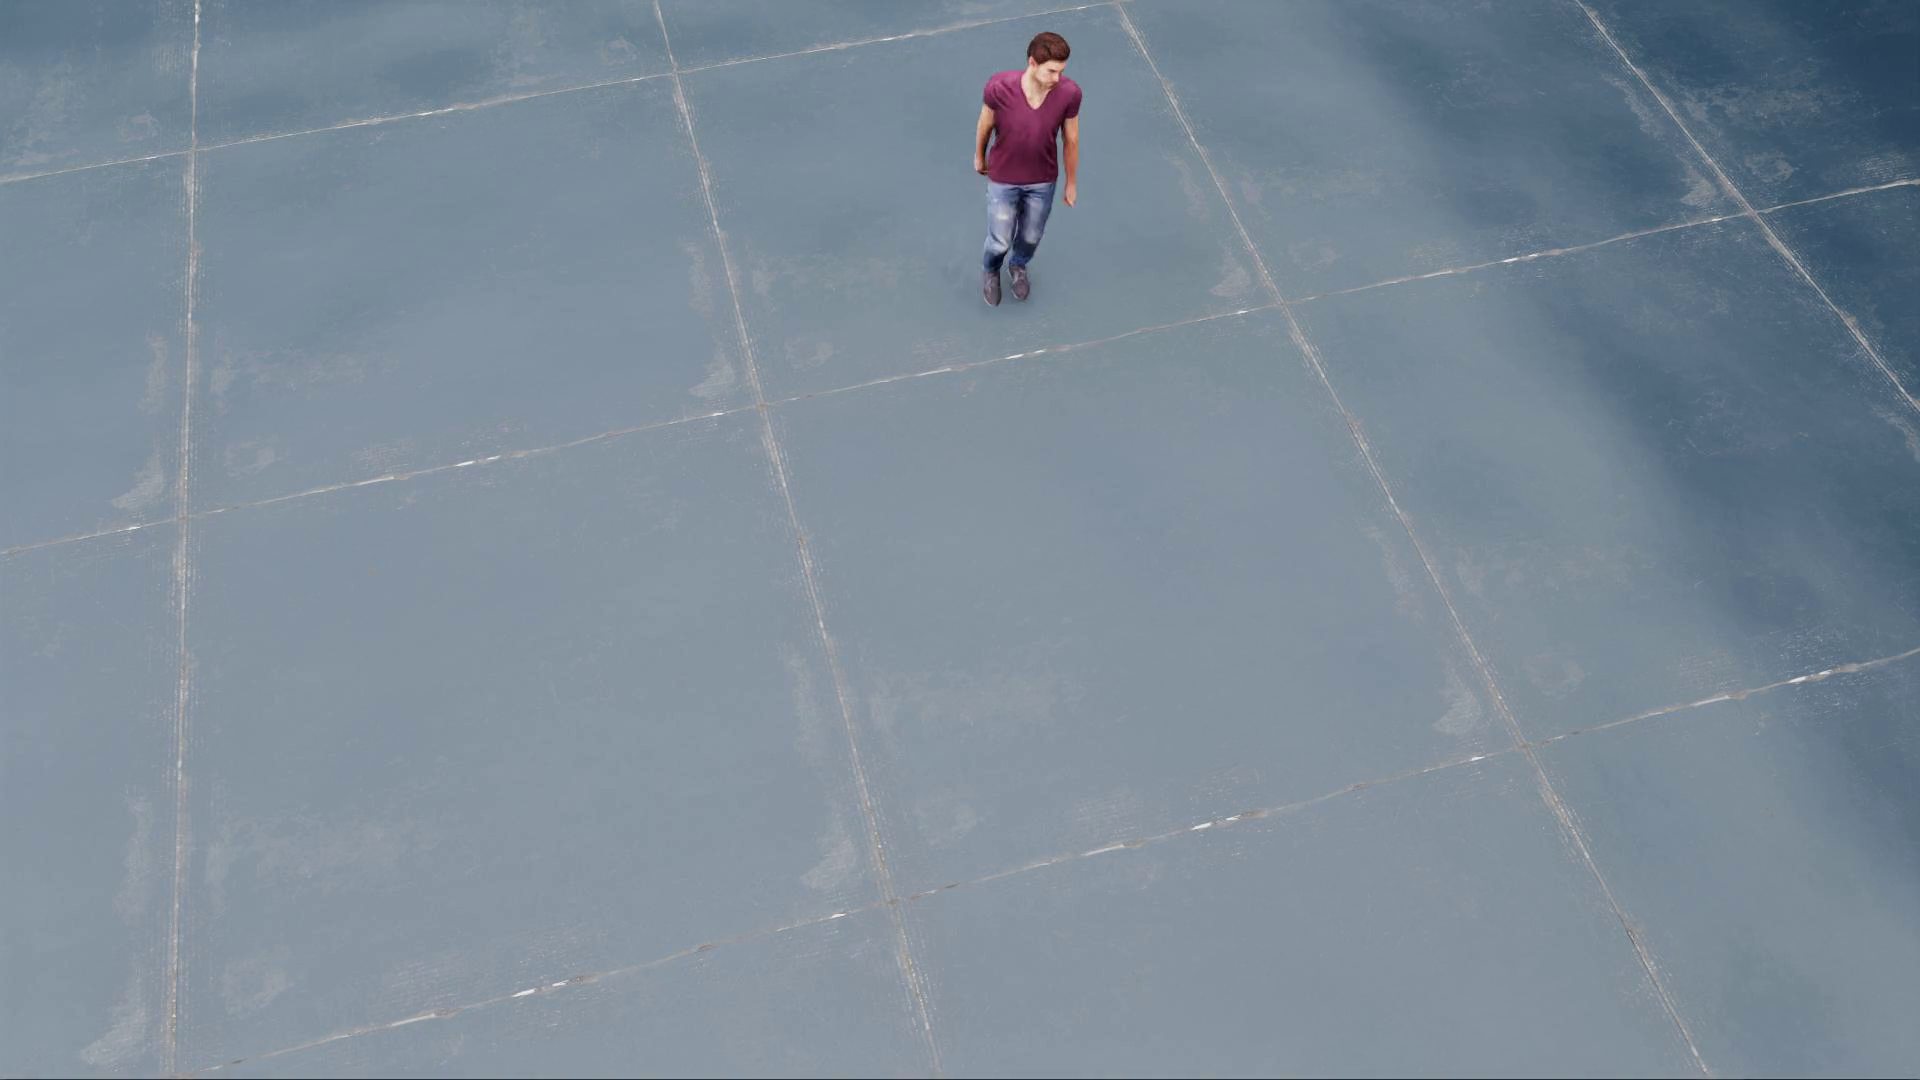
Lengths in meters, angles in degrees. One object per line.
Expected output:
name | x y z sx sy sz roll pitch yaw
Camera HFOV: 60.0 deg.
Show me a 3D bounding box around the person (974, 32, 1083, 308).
person | 0.303 -1.977 8.786 0.740 1.807 0.744 6 53 5
